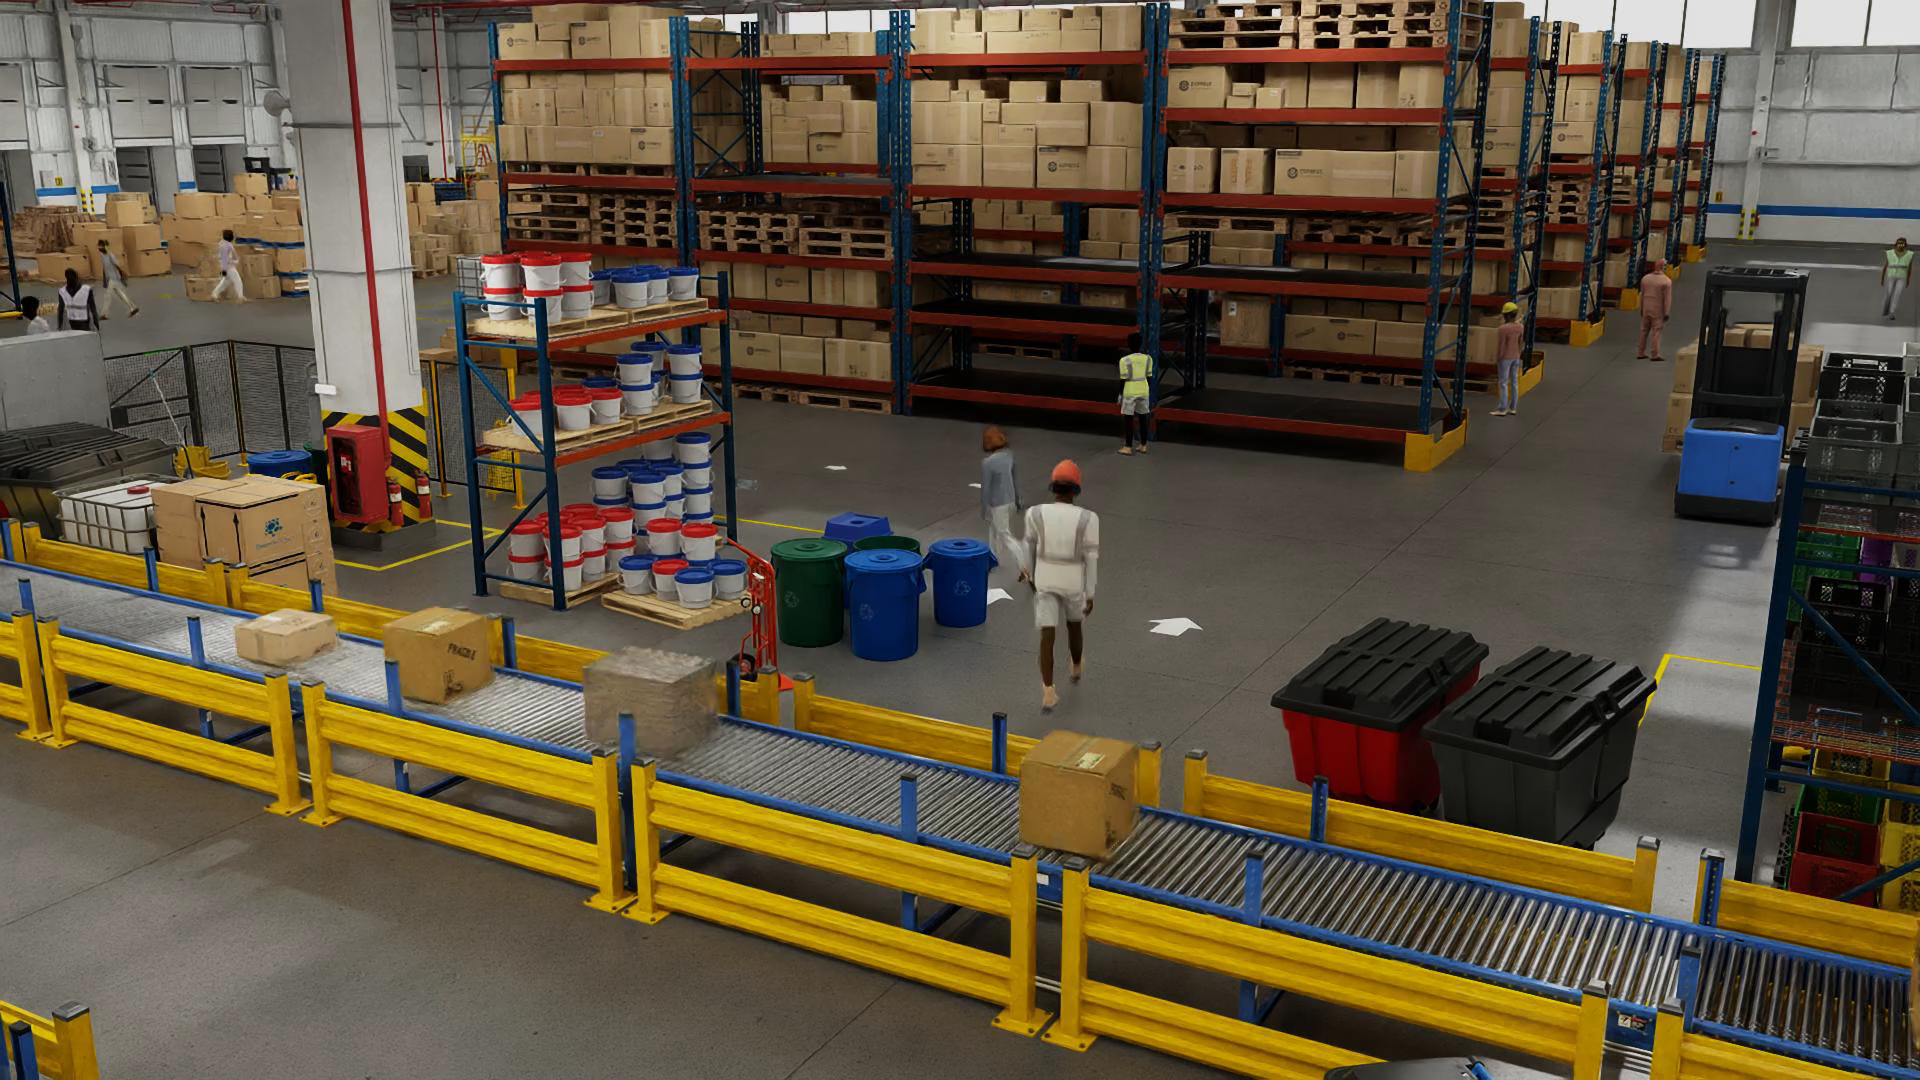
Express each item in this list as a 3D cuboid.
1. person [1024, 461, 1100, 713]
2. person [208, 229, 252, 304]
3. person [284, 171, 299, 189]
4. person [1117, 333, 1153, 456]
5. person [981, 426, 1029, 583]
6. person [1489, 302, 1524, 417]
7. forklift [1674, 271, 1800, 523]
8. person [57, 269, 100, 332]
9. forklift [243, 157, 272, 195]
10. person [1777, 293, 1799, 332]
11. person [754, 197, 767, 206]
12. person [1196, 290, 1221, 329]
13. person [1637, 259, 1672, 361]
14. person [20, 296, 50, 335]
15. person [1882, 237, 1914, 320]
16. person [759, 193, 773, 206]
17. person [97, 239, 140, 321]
[{"bbox_3d":[0.835,0.325,13.583,0.619,1.982,1.070,3,15,10],"label":"person"},{"bbox_3d":[-17.511,-6.510,39.658,0.919,1.801,0.614,-6,16,-22],"label":"person"},{"bbox_3d":[-27.314,-14.141,68.111,0.587,1.922,0.390,-7,16,-25],"label":"person"},{"bbox_3d":[2.406,-2.011,22.923,0.535,1.699,0.318,-8,17,-26],"label":"person"},{"bbox_3d":[0.454,-0.366,16.941,0.829,1.589,0.510,11,18,35],"label":"person"},{"bbox_3d":[8.470,-2.794,25.745,0.523,1.765,0.322,-8,17,-29],"label":"person"},{"bbox_3d":[9.269,-1.763,19.726,1.129,2.768,1.873,8,17,27],"label":"forklift"},{"bbox_3d":[-15.688,-3.850,29.483,0.626,1.871,0.956,0,15,-1],"label":"person"},{"bbox_3d":[-24.385,-11.930,57.949,1.129,2.768,1.873,7,16,24],"label":"forklift"},{"bbox_3d":[15.799,-4.297,31.710,0.710,1.585,0.503,-14,20,-42],"label":"person"},{"bbox_3d":[-6.394,-10.318,54.010,0.628,1.787,1.001,3,15,13],"label":"person"},{"bbox_3d":[5.298,-5.342,35.545,0.883,1.645,0.536,8,17,27],"label":"person"},{"bbox_3d":[13.043,-4.304,31.168,0.399,1.899,0.646,-9,17,-29],"label":"person"},{"bbox_3d":[-13.989,-2.734,25.228,1.041,1.907,0.613,-6,16,-22],"label":"person"},{"bbox_3d":[20.857,-5.831,37.040,0.562,1.830,0.446,7,16,25],"label":"person"},{"bbox_3d":[-6.138,-9.947,52.215,0.650,1.974,0.439,6,16,22],"label":"person"},{"bbox_3d":[-18.832,-5.801,37.008,0.538,1.800,1.073,12,19,38],"label":"person"}]
